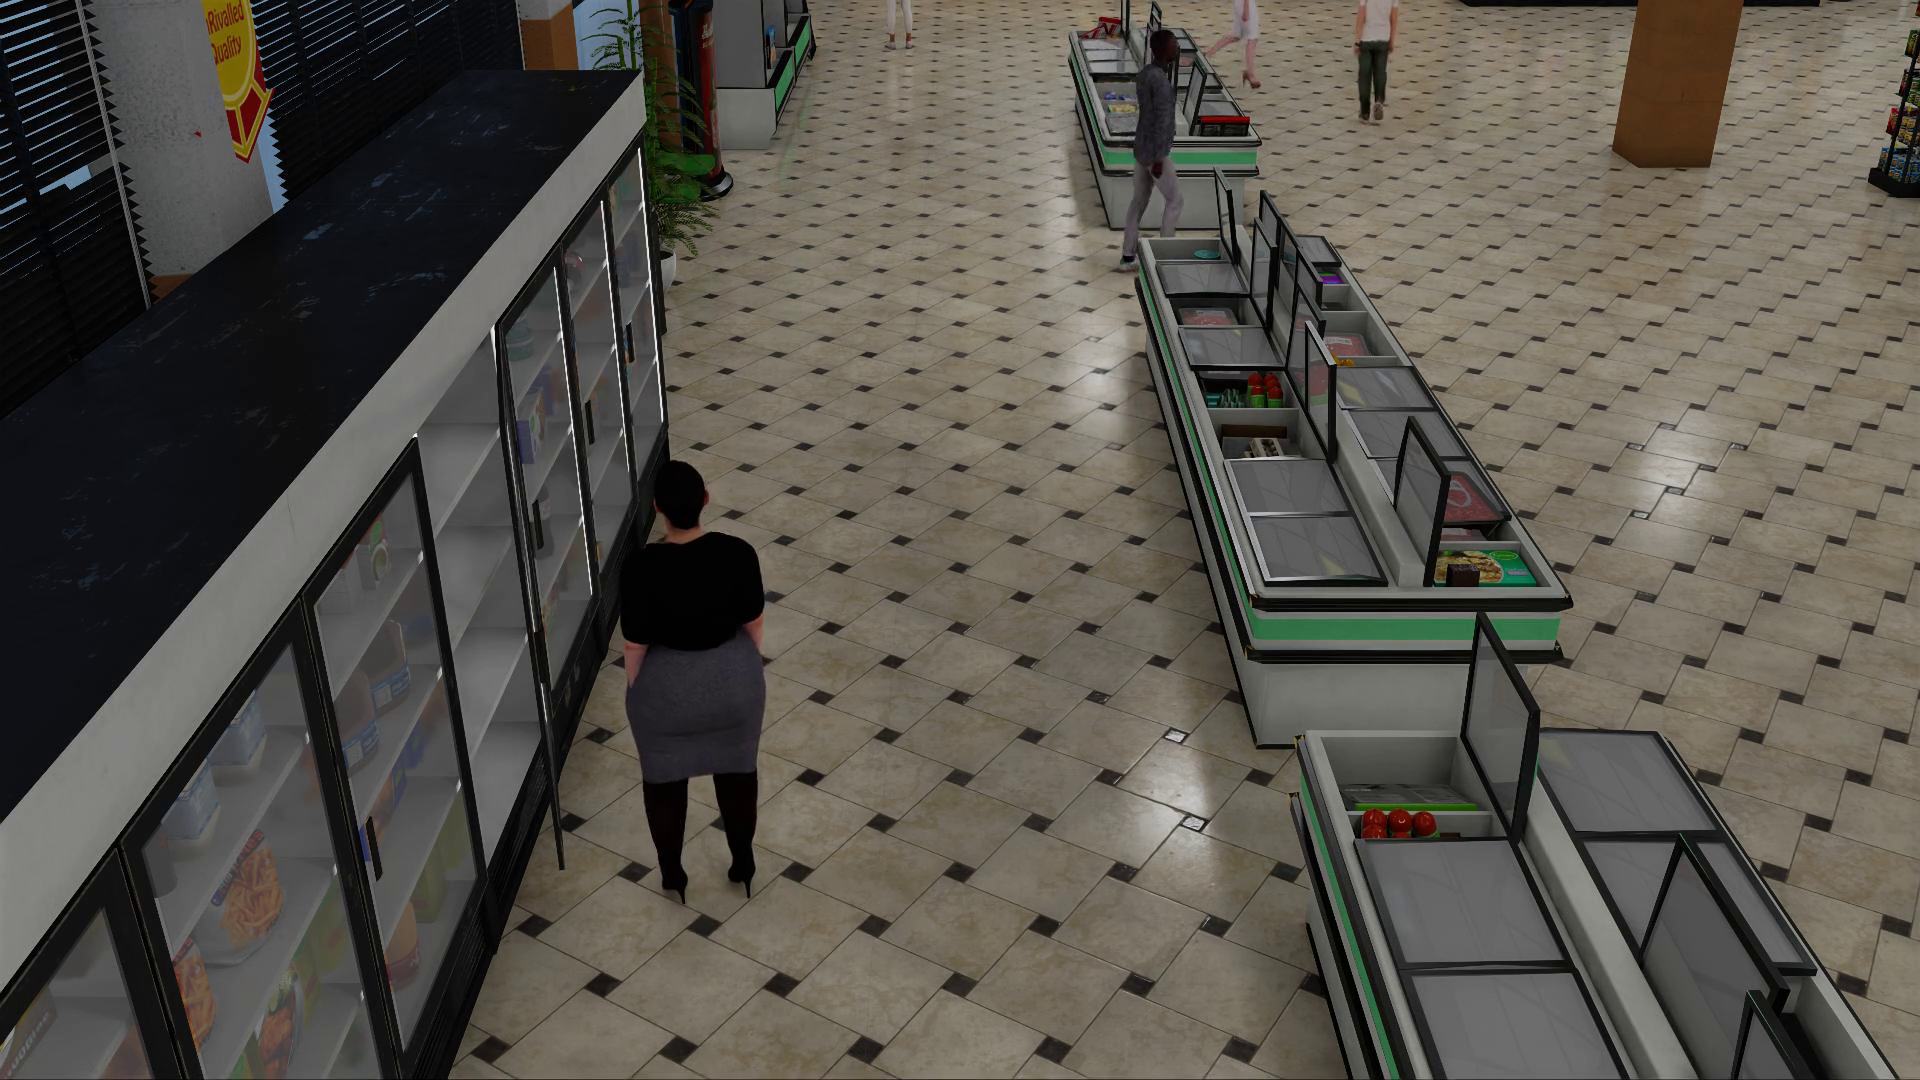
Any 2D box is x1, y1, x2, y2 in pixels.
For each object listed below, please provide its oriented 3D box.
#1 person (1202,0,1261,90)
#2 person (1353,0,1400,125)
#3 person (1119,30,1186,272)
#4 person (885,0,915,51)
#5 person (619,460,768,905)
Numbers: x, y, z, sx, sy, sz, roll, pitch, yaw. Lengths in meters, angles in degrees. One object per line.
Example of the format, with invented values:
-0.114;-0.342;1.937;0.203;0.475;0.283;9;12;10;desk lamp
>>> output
3.093;-5.943;18.661;0.655;1.768;0.963;1;27;3;person
4.280;-5.106;17.149;0.567;1.643;0.786;1;27;2;person
1.374;-2.925;12.652;0.878;1.819;0.811;-7;28;-13;person
-0.779;-7.065;20.950;0.650;1.700;0.582;-5;27;-10;person
-0.907;0.548;5.877;0.738;1.754;0.706;-7;28;-14;person
